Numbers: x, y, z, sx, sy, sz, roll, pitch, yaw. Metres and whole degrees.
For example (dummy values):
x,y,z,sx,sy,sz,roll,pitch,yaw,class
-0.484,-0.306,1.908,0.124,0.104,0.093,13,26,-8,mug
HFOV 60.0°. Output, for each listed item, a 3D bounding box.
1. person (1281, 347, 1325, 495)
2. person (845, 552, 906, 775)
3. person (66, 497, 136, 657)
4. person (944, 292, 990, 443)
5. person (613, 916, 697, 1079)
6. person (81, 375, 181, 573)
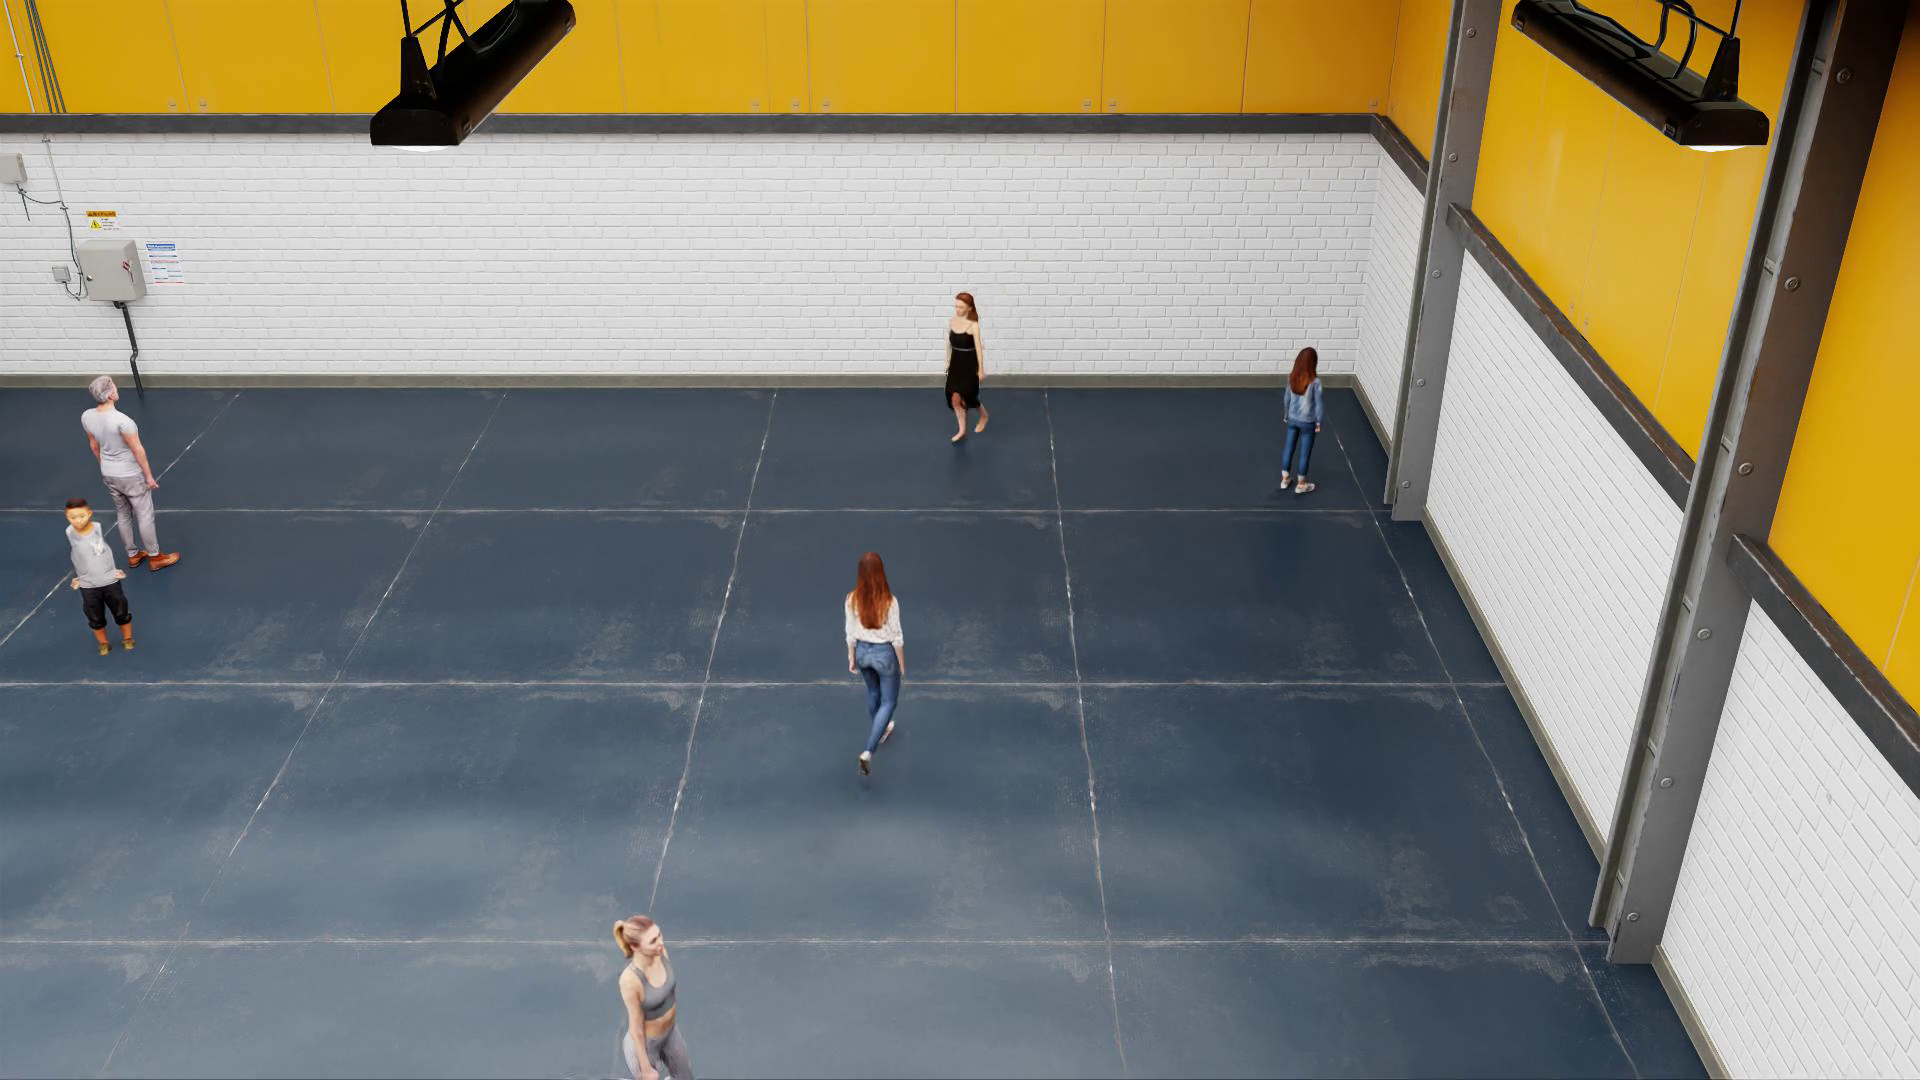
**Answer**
x,y,z,sx,sy,sz,roll,pitch,yaw,class
3.296,-1.163,16.057,0.635,1.475,0.689,24,37,37,person
-0.617,0.895,12.041,0.802,1.708,1.105,9,30,15,person
-7.005,0.252,13.487,0.631,1.453,0.643,-15,32,-25,person
0.108,-1.799,17.081,0.791,1.611,0.856,24,37,37,person
-1.704,2.653,8.835,0.743,1.693,0.697,12,31,20,person
-7.346,-0.581,14.618,0.753,1.832,0.676,8,30,15,person
